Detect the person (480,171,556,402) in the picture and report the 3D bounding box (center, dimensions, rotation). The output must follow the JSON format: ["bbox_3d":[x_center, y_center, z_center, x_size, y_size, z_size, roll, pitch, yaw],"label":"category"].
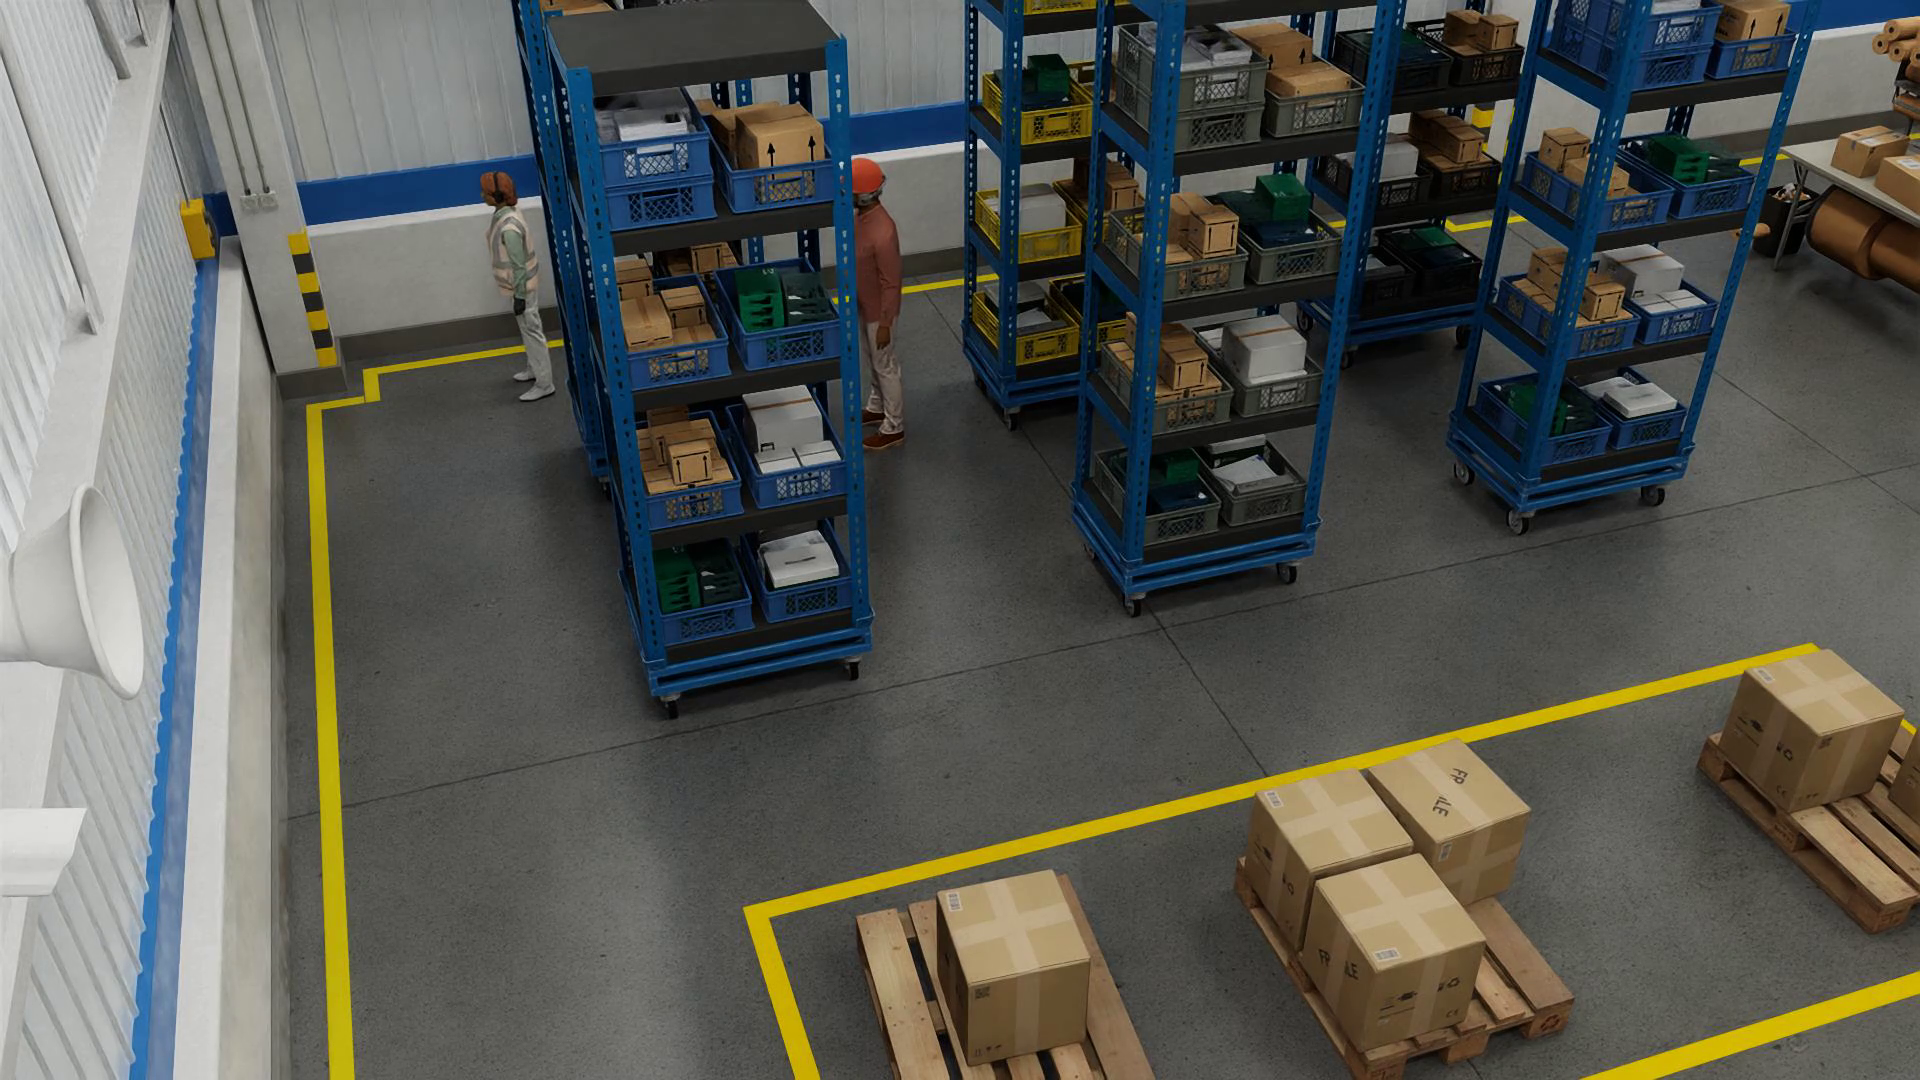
[{"bbox_3d":[-3.005,-1.729,11.302,0.313,1.639,0.517,-10,36,-14],"label":"person"}]

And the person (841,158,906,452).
[{"bbox_3d":[-0.567,-1.510,10.690,0.393,1.990,0.616,-10,36,-14],"label":"person"}]
